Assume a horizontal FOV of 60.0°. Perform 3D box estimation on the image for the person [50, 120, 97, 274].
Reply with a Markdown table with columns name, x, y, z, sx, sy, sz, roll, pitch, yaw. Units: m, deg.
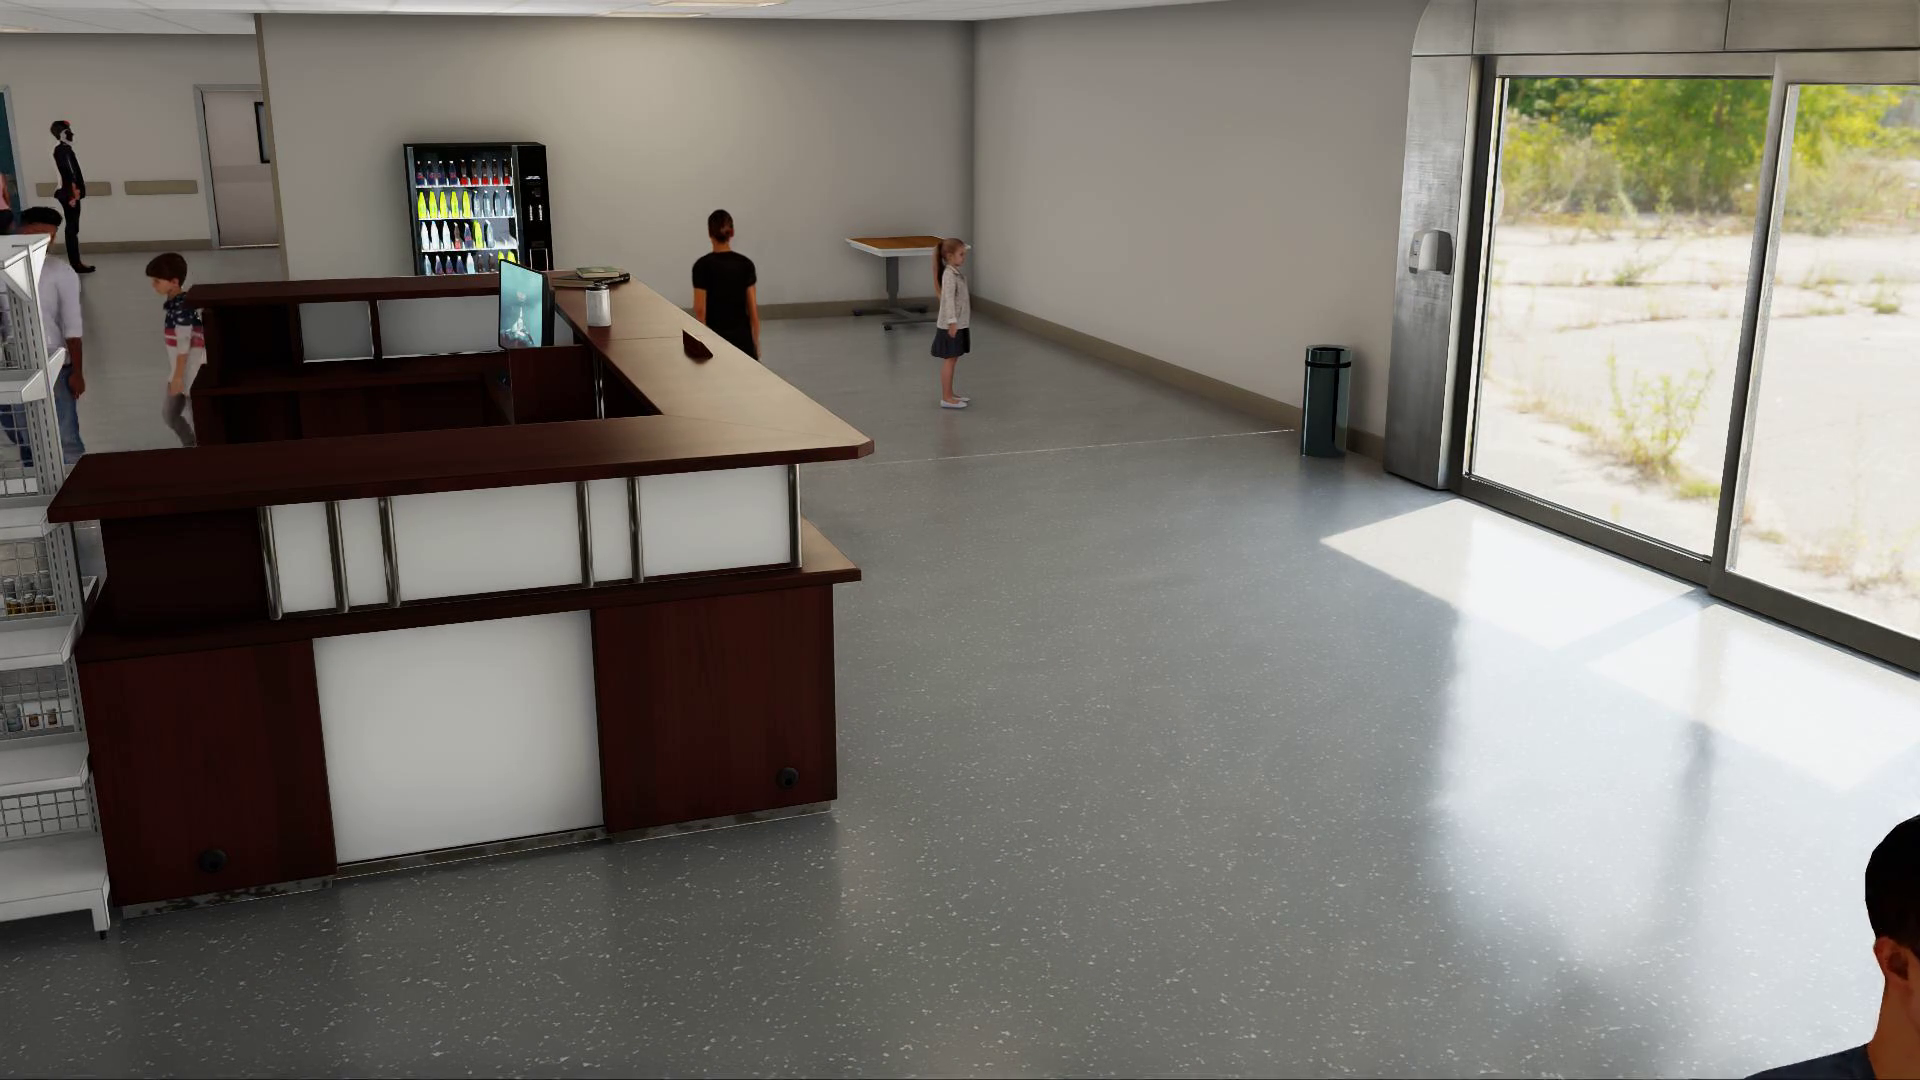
| name | x | y | z | sx | sy | sz | roll | pitch | yaw |
| --- | --- | --- | --- | --- | --- | --- | --- | --- | --- |
| person | -11.321 | -4.365 | 21.146 | 0.592 | 1.893 | 0.687 | -7 | 17 | -22 |

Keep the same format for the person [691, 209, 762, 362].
| name | x | y | z | sx | sy | sz | roll | pitch | yaw |
| --- | --- | --- | --- | --- | --- | --- | --- | --- | --- |
| person | -1.423 | -1.197 | 10.384 | 1.001 | 1.635 | 0.670 | -6 | 17 | -21 |

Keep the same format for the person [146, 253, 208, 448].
| name | x | y | z | sx | sy | sz | roll | pitch | yaw |
| --- | --- | --- | --- | --- | --- | --- | --- | --- | --- |
| person | -4.679 | -1.052 | 10.245 | 0.592 | 1.431 | 0.572 | -11 | 19 | -33 |

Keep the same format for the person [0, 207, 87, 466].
| name | x | y | z | sx | sy | sz | roll | pitch | yaw |
| --- | --- | --- | --- | --- | --- | --- | --- | --- | --- |
| person | -5.195 | -0.976 | 9.362 | 0.639 | 1.764 | 0.793 | 4 | 16 | 12 |

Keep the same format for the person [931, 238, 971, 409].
| name | x | y | z | sx | sy | sz | roll | pitch | yaw |
| --- | --- | --- | --- | --- | --- | --- | --- | --- | --- |
| person | -0.063 | -1.663 | 12.680 | 0.627 | 1.278 | 0.589 | 2 | 16 | 7 |
